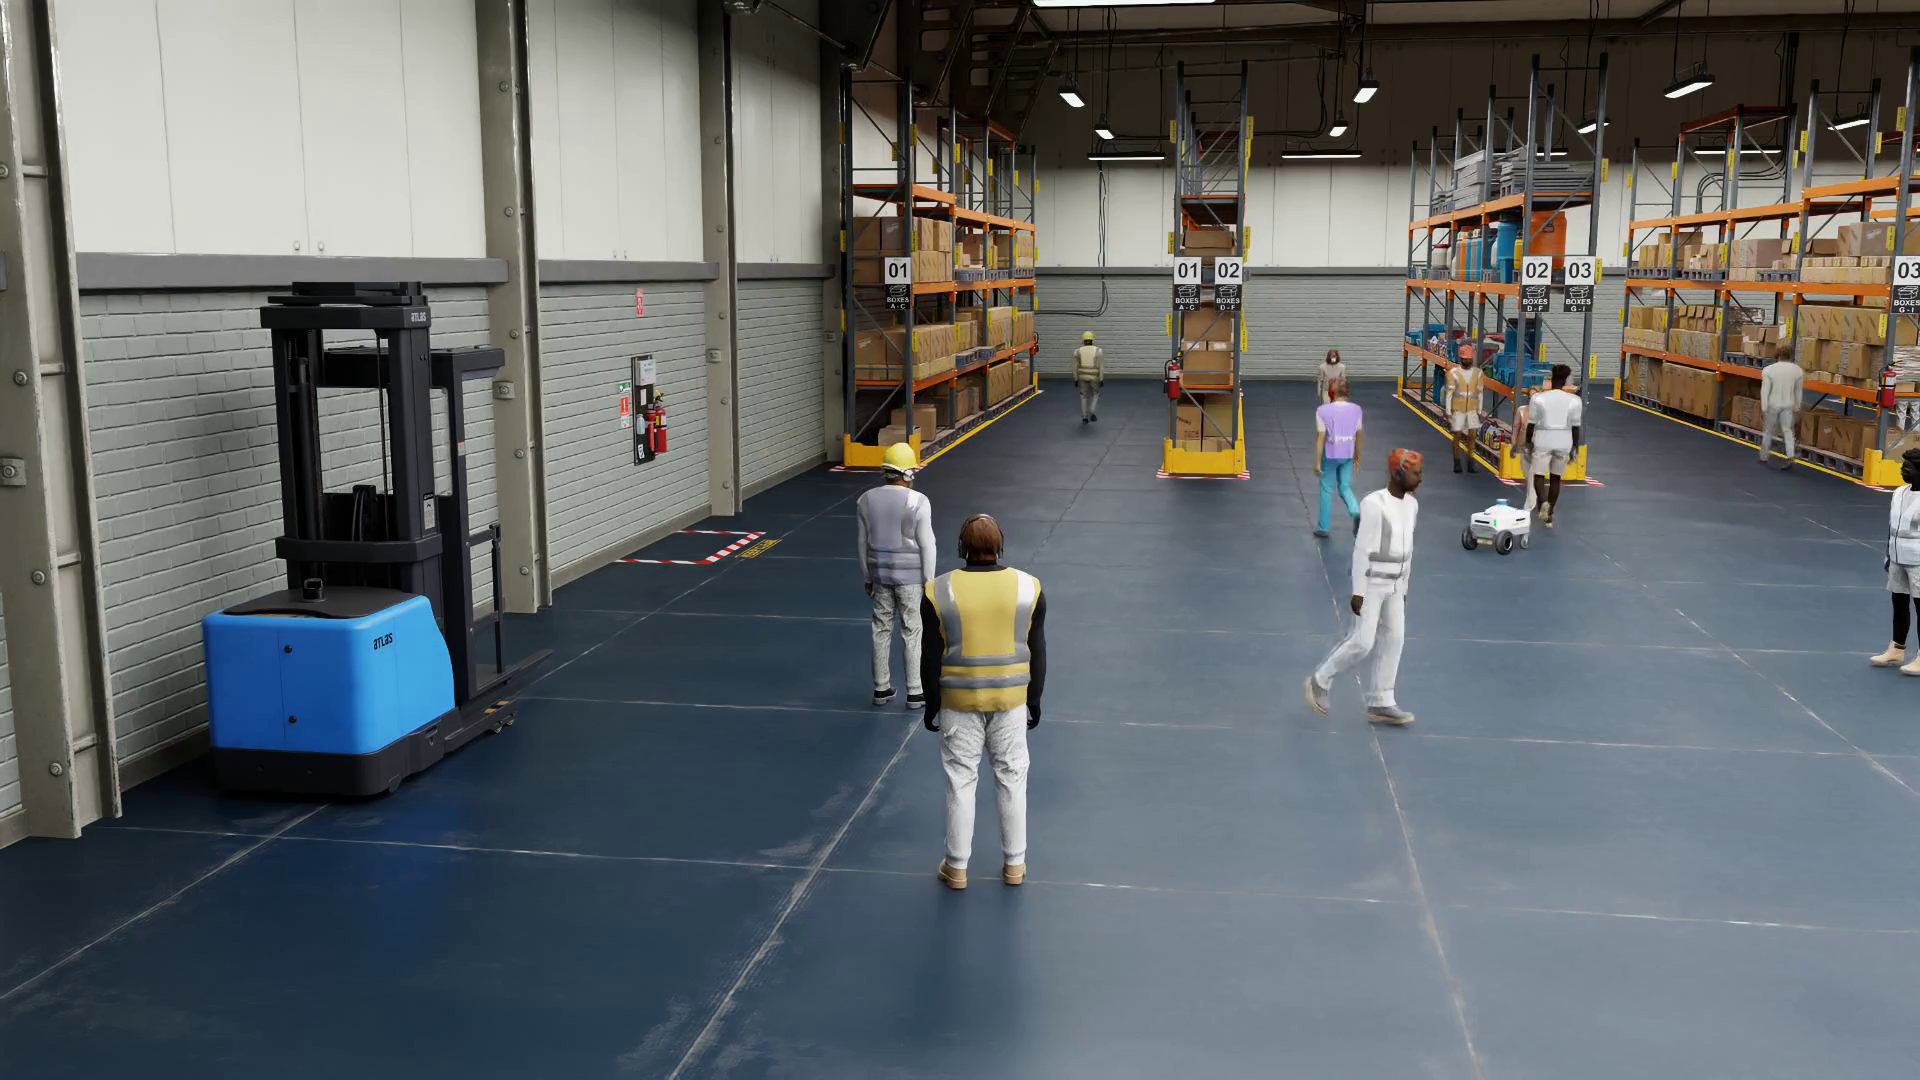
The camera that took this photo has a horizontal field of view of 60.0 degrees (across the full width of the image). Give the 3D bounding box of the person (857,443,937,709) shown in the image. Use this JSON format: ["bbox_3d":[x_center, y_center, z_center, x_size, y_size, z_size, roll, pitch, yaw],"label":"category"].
[{"bbox_3d":[-0.417,0.240,11.522,0.594,1.832,0.404,5,10,27],"label":"person"}]

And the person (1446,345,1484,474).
[{"bbox_3d":[7.490,-1.921,24.634,0.568,1.900,0.872,1,9,5],"label":"person"}]

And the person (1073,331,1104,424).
[{"bbox_3d":[2.550,-3.218,32.910,0.619,1.807,0.576,2,10,15],"label":"person"}]

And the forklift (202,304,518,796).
[{"bbox_3d":[-3.673,-0.038,10.147,1.129,2.768,1.873,1,9,9],"label":"forklift"}]

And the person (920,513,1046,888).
[{"bbox_3d":[0.108,0.783,8.147,0.627,1.846,0.429,-1,9,-9],"label":"person"}]

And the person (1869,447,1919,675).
[{"bbox_3d":[7.145,0.152,12.478,0.318,1.698,0.539,-2,9,-9],"label":"person"}]

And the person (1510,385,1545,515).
[{"bbox_3d":[7.154,-1.140,20.743,0.530,1.606,0.814,8,12,42],"label":"person"}]

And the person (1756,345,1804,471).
[{"bbox_3d":[12.510,-2.020,25.308,0.642,1.898,1.005,1,9,5],"label":"person"}]

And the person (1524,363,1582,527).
[{"bbox_3d":[6.956,-1.099,19.493,0.611,1.934,0.635,2,9,11],"label":"person"}]

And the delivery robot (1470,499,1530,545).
[{"bbox_3d":[5.853,-0.200,18.008,0.707,0.478,0.477,-7,12,-39],"label":"delivery robot"}]

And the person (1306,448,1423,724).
[{"bbox_3d":[2.737,0.299,11.131,0.625,1.860,0.659,-8,12,-41],"label":"person"}]

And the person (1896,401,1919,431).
[{"bbox_3d":[15.908,-2.441,27.907,0.574,1.883,0.355,1,9,6],"label":"person"}]

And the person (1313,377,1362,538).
[{"bbox_3d":[4.261,-0.907,18.644,0.573,1.827,0.692,-3,10,-17],"label":"person"}]

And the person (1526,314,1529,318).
[{"bbox_3d":[13.653,-4.504,40.320,0.617,1.986,0.406,-4,10,-23],"label":"person"}]

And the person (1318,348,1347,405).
[{"bbox_3d":[6.786,-2.708,30.398,0.512,1.610,0.659,1,9,5],"label":"person"}]
